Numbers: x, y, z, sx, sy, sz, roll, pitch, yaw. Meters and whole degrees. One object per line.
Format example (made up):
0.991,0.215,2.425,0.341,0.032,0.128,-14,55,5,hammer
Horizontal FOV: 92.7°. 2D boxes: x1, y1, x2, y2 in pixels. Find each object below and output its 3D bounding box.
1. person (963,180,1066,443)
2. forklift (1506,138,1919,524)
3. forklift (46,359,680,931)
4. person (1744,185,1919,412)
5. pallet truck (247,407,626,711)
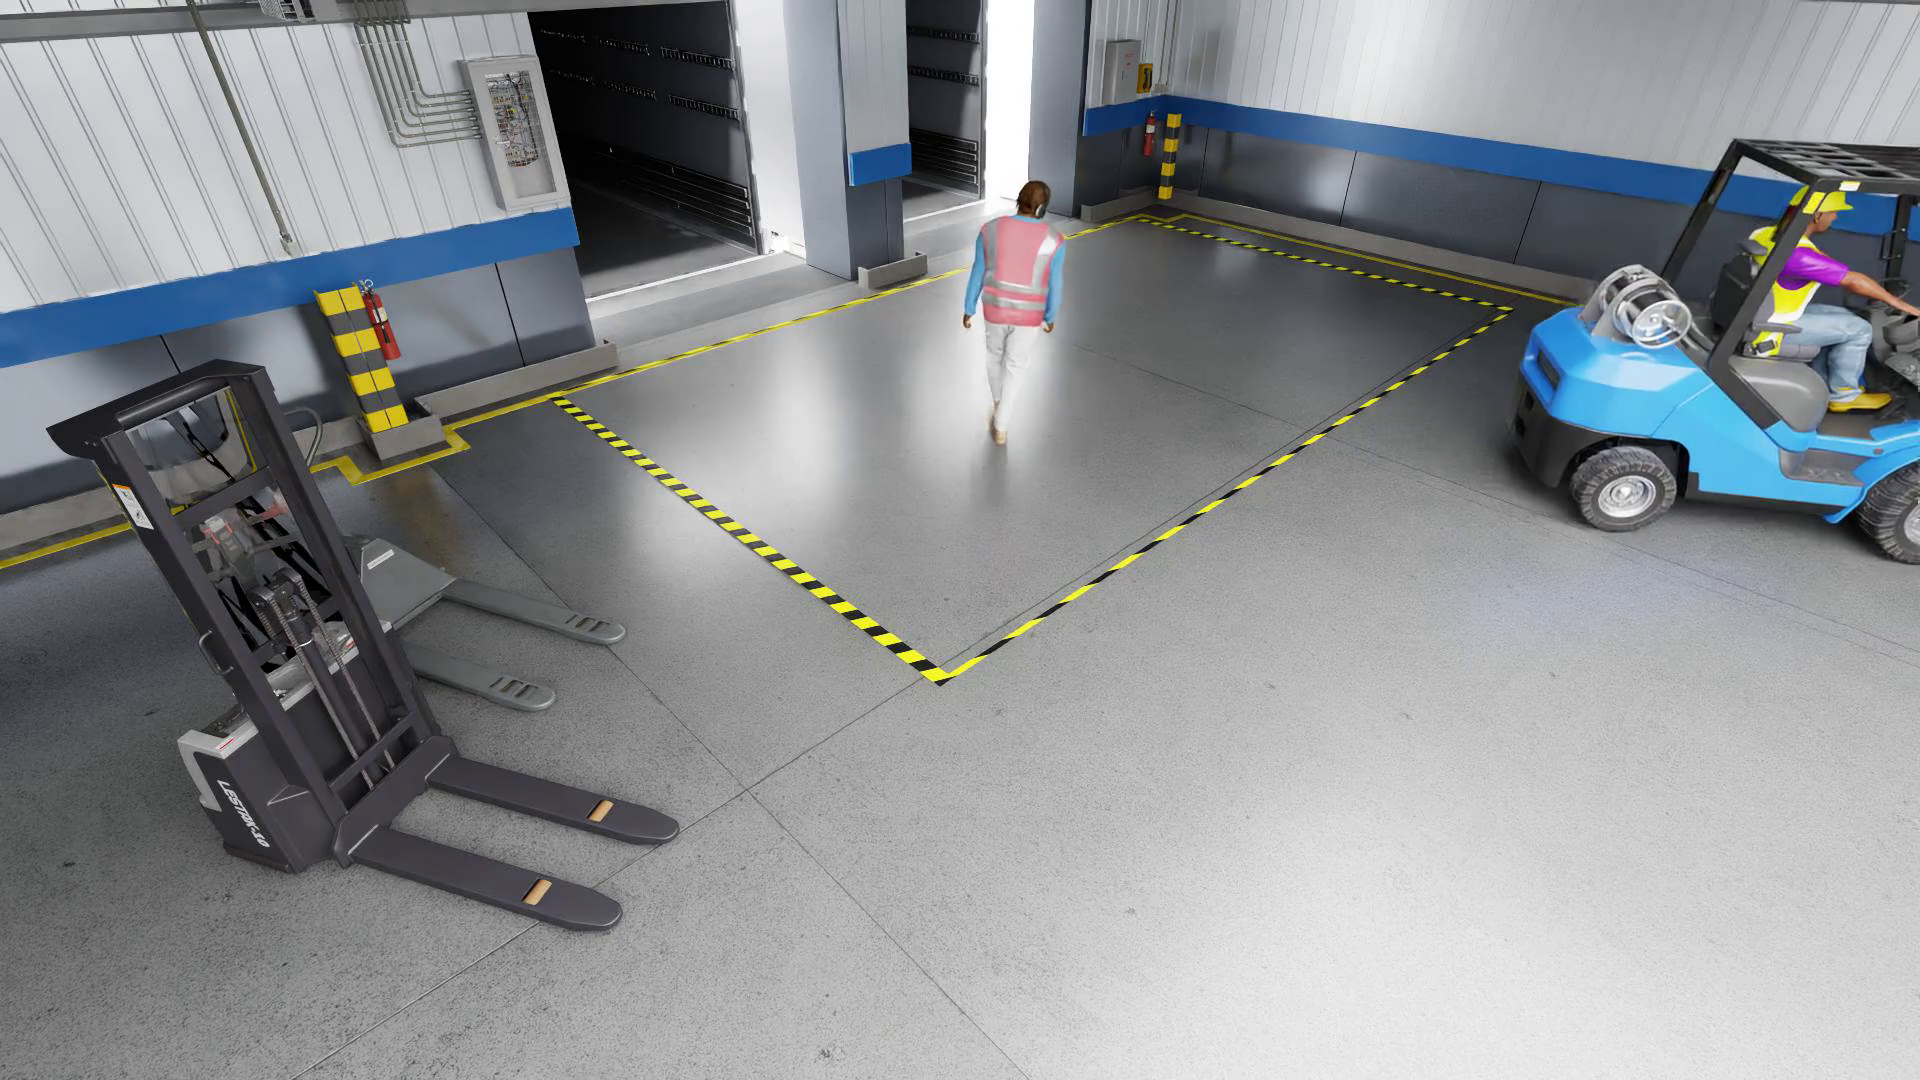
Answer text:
0.404,-1.644,6.572,0.709,1.798,0.773,9,35,13,person
5.097,-1.260,5.511,2.680,2.036,1.157,8,35,11,forklift
-2.135,0.422,3.354,1.885,1.965,0.823,10,35,14,forklift
5.153,-1.403,5.388,1.004,1.294,0.635,8,35,11,person
-2.628,0.038,4.590,1.601,1.201,0.680,12,36,18,pallet truck
